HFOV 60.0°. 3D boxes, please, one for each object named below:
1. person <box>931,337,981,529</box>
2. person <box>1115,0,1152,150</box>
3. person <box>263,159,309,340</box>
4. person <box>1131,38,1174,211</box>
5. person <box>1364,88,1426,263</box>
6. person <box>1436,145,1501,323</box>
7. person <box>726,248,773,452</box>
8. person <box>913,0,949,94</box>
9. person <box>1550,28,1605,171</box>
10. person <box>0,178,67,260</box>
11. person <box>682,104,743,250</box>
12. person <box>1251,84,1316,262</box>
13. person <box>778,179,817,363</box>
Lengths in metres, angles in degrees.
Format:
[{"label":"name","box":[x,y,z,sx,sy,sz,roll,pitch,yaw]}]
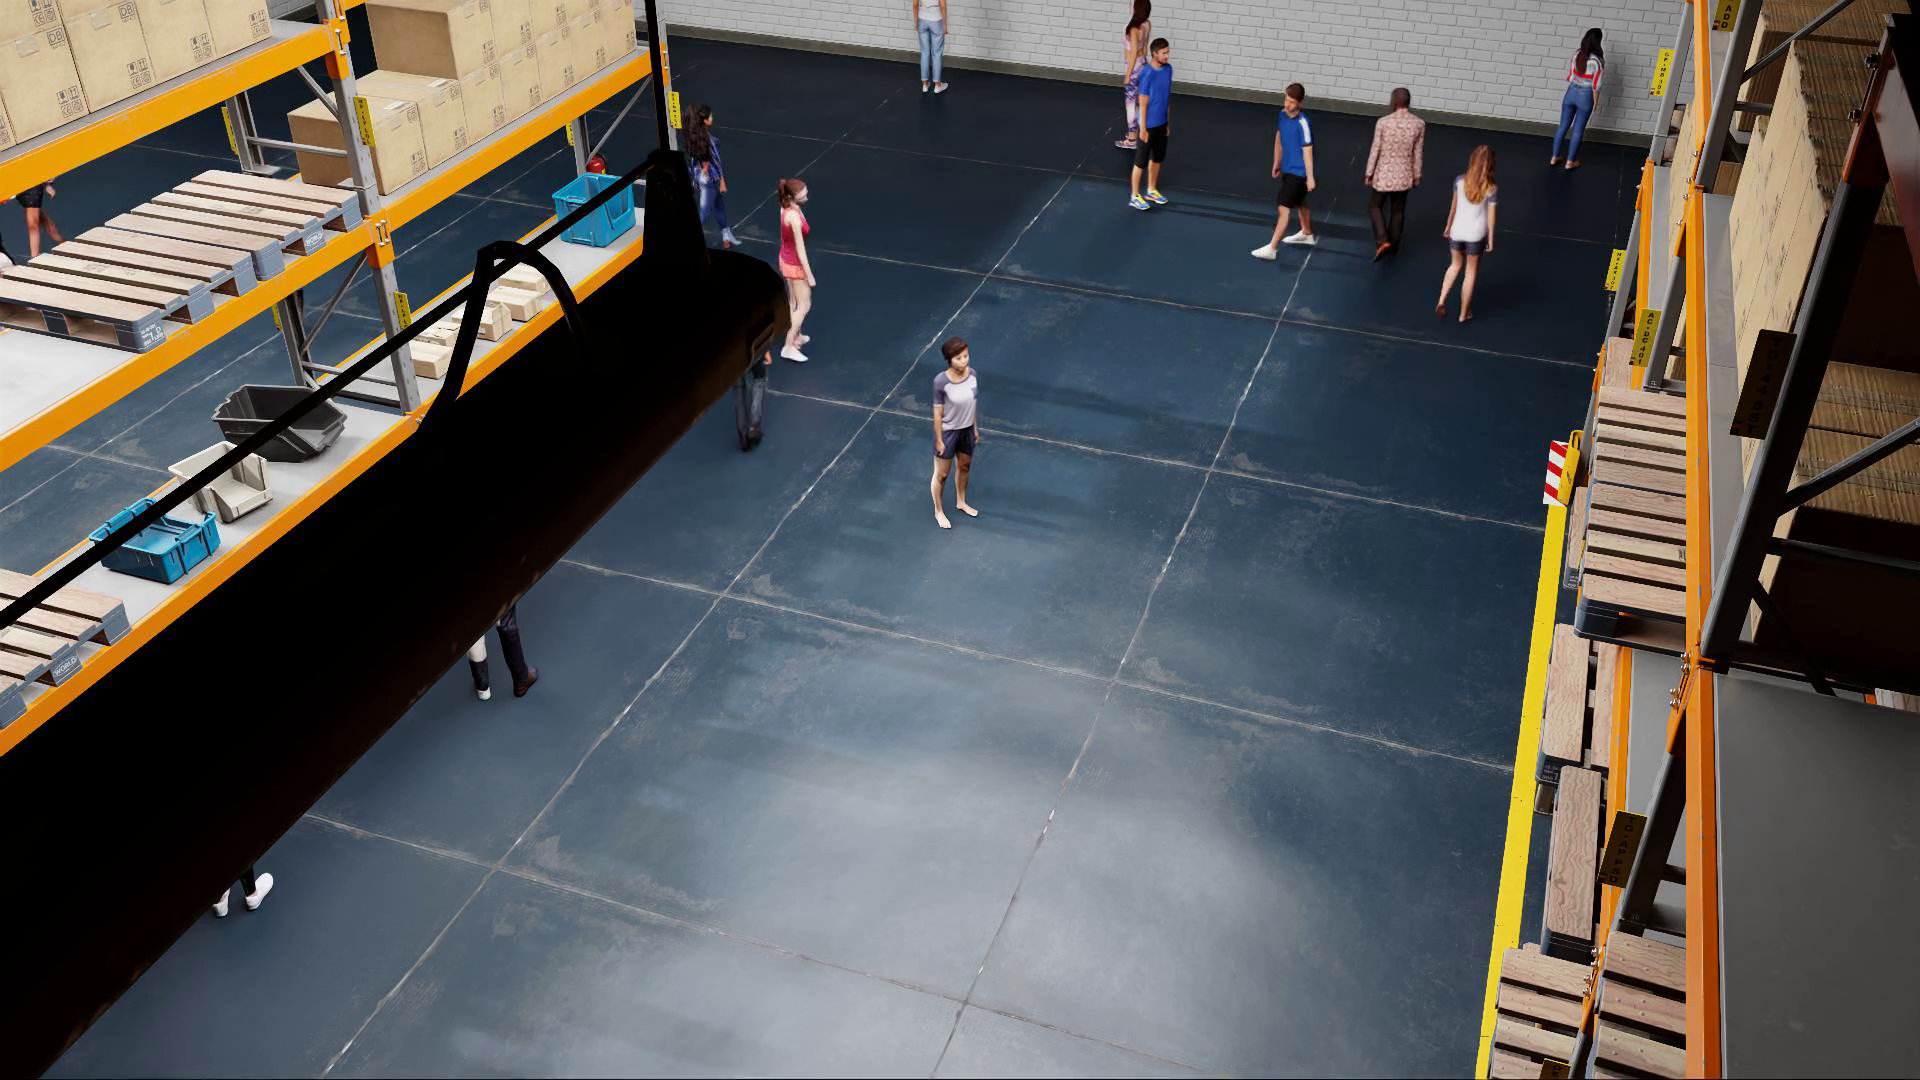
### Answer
[{"label":"person","box":[-0.039,-0.856,12.810,0.623,1.565,0.711,-22,39,-29]},{"label":"person","box":[2.084,-5.536,19.667,0.689,1.767,0.539,18,38,25]},{"label":"person","box":[-6.315,-2.712,15.410,0.768,1.777,0.837,-9,35,-14]},{"label":"person","box":[2.092,-4.540,18.081,0.635,1.866,0.743,-28,42,-35]},{"label":"person","box":[4.373,-3.635,16.790,0.884,1.788,0.976,2,34,3]},{"label":"person","box":[4.743,-2.849,15.682,0.887,1.705,0.816,-28,43,-35]},{"label":"person","box":[-1.790,-1.506,13.605,0.740,1.767,0.699,1,34,2]},{"label":"person","box":[-0.371,-6.618,21.331,0.616,1.727,0.525,12,35,17]},{"label":"person","box":[7.121,-5.085,19.127,0.663,1.614,0.661,-25,41,-33]},{"label":"person","box":[-9.278,-3.510,16.625,0.863,1.761,1.188,2,34,3]},{"label":"person","box":[-2.639,-3.626,16.958,1.128,1.586,0.986,-21,39,-28]},{"label":"person","box":[3.475,-3.761,16.953,1.256,1.816,1.223,-9,35,-13]},{"label":"person","box":[-1.508,-2.515,15.160,0.856,1.725,0.796,-24,41,-32]}]
